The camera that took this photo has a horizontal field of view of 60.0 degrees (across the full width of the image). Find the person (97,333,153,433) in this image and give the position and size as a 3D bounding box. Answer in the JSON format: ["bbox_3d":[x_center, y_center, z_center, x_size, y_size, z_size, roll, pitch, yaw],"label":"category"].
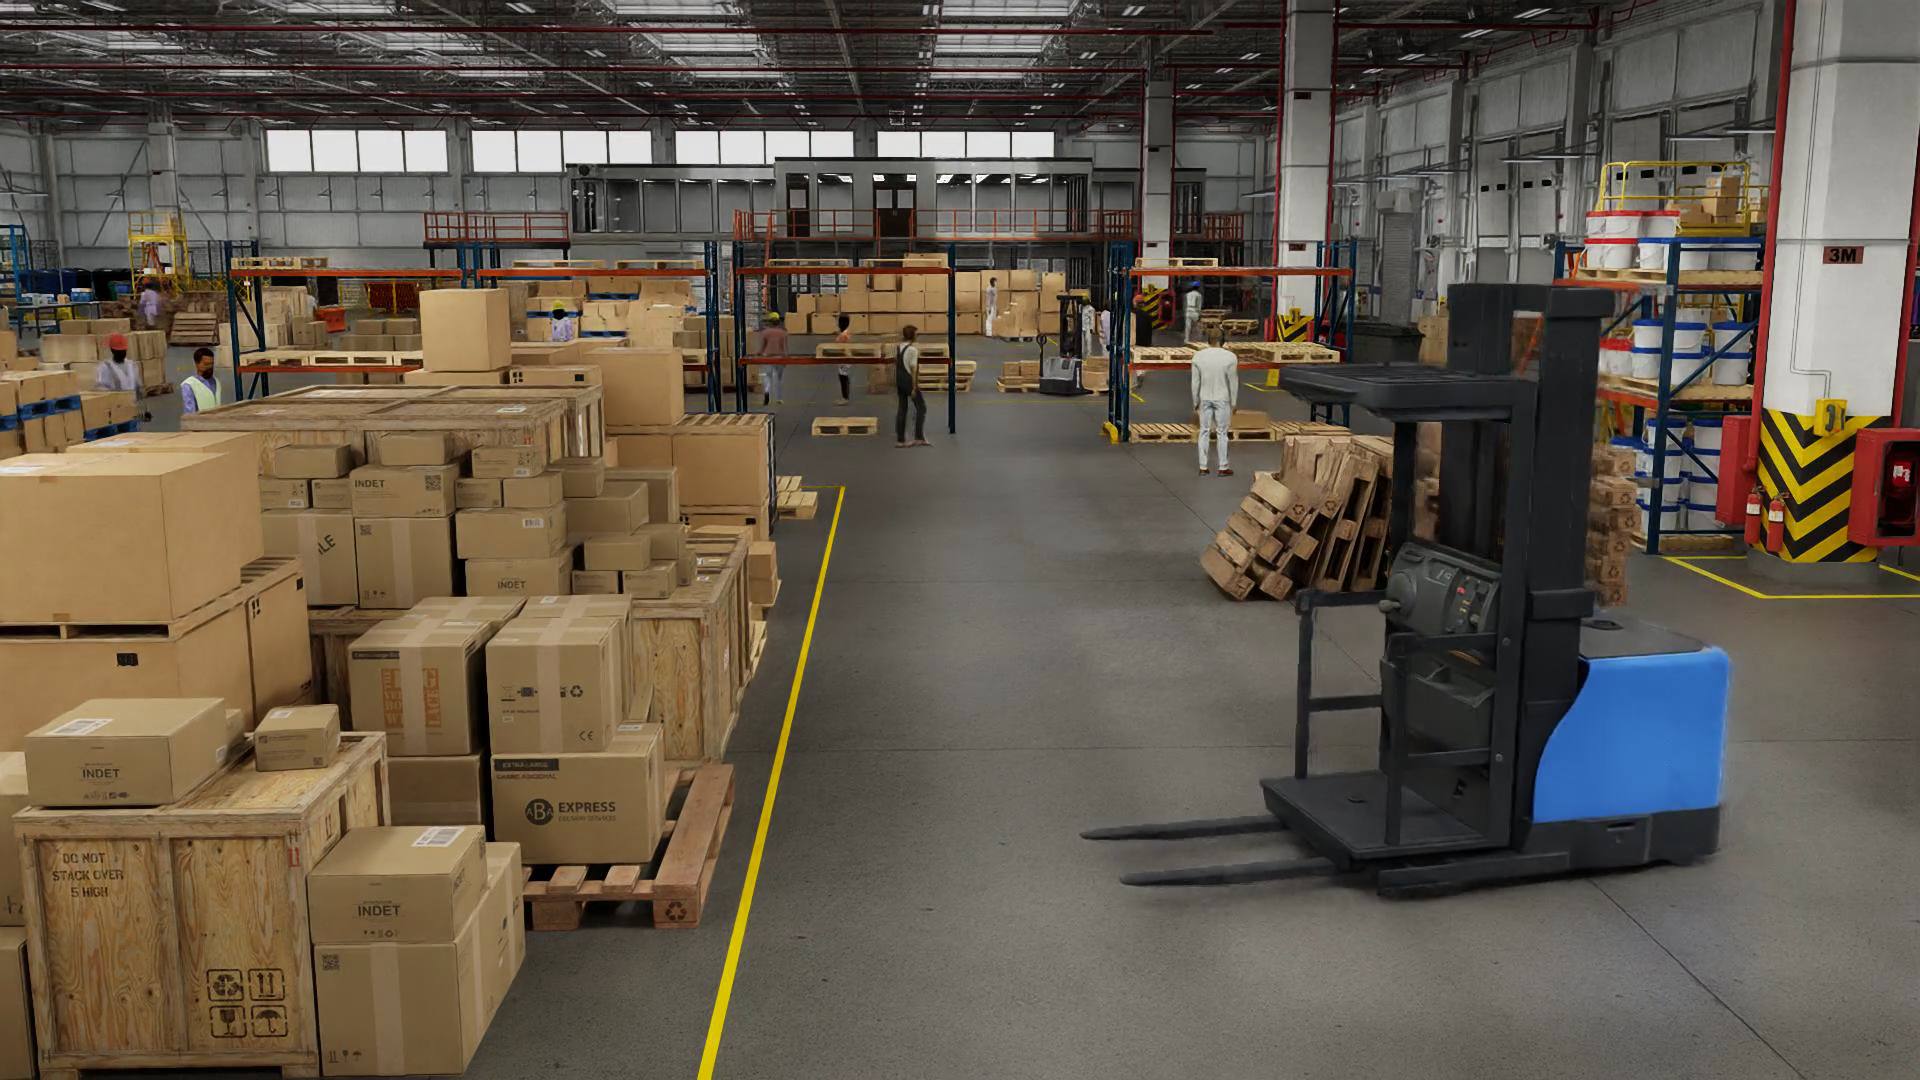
[{"bbox_3d":[-10.444,-1.636,20.779,0.439,1.912,0.565,2,10,13],"label":"person"}]

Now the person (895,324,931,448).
[{"bbox_3d":[-0.707,-2.267,24.541,0.651,1.825,0.532,-9,14,-42],"label":"person"}]

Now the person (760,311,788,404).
[{"bbox_3d":[-3.488,-3.397,31.080,0.529,1.742,0.741,1,10,4],"label":"person"}]

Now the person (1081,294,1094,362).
[{"bbox_3d":[3.138,-5.347,41.966,0.487,1.732,0.328,8,13,37],"label":"person"}]

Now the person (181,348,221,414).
[{"bbox_3d":[-8.064,-1.094,17.759,0.369,1.915,0.597,1,10,6],"label":"person"}]

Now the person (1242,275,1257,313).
[{"bbox_3d":[12.474,-10.750,71.494,0.652,1.935,1.041,9,13,39],"label":"person"}]

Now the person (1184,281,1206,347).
[{"bbox_3d":[6.765,-6.455,47.672,0.627,1.901,0.964,10,14,43],"label":"person"}]

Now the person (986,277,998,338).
[{"bbox_3d":[1.003,-7.313,52.386,0.368,1.932,0.623,3,11,19],"label":"person"}]

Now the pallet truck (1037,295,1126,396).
[{"bbox_3d":[2.483,-3.881,33.060,1.885,1.965,0.823,-7,13,-36],"label":"pallet truck"}]

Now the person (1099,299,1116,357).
[{"bbox_3d":[3.136,-4.133,34.901,0.429,1.845,0.622,1,10,8],"label":"person"}]

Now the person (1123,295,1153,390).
[{"bbox_3d":[3.646,-3.999,33.845,0.670,1.951,0.744,-4,11,-20],"label":"person"}]

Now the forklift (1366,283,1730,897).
[{"bbox_3d":[2.700,0.151,8.137,1.873,2.768,1.129,-2,10,-13],"label":"forklift"}]

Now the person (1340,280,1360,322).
[{"bbox_3d":[11.540,-6.772,49.459,0.543,1.909,0.945,9,14,41],"label":"person"}]

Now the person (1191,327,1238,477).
[{"bbox_3d":[3.299,-1.780,21.537,0.627,1.934,0.372,5,11,27],"label":"person"}]

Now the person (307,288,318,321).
[{"bbox_3d":[-18.120,-6.118,46.125,0.624,1.785,1.040,-5,11,-25],"label":"person"}]

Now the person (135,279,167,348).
[{"bbox_3d":[-23.199,-6.461,47.482,1.100,1.971,0.620,0,10,1],"label":"person"}]

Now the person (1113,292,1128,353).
[{"bbox_3d":[3.474,-4.535,36.940,0.582,1.919,0.398,-4,11,-19],"label":"person"}]

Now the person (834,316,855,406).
[{"bbox_3d":[-2.172,-3.327,30.954,0.497,1.660,0.547,2,10,13],"label":"person"}]

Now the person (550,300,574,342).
[{"bbox_3d":[-7.570,-3.584,31.600,0.589,1.928,0.386,9,14,41],"label":"person"}]
